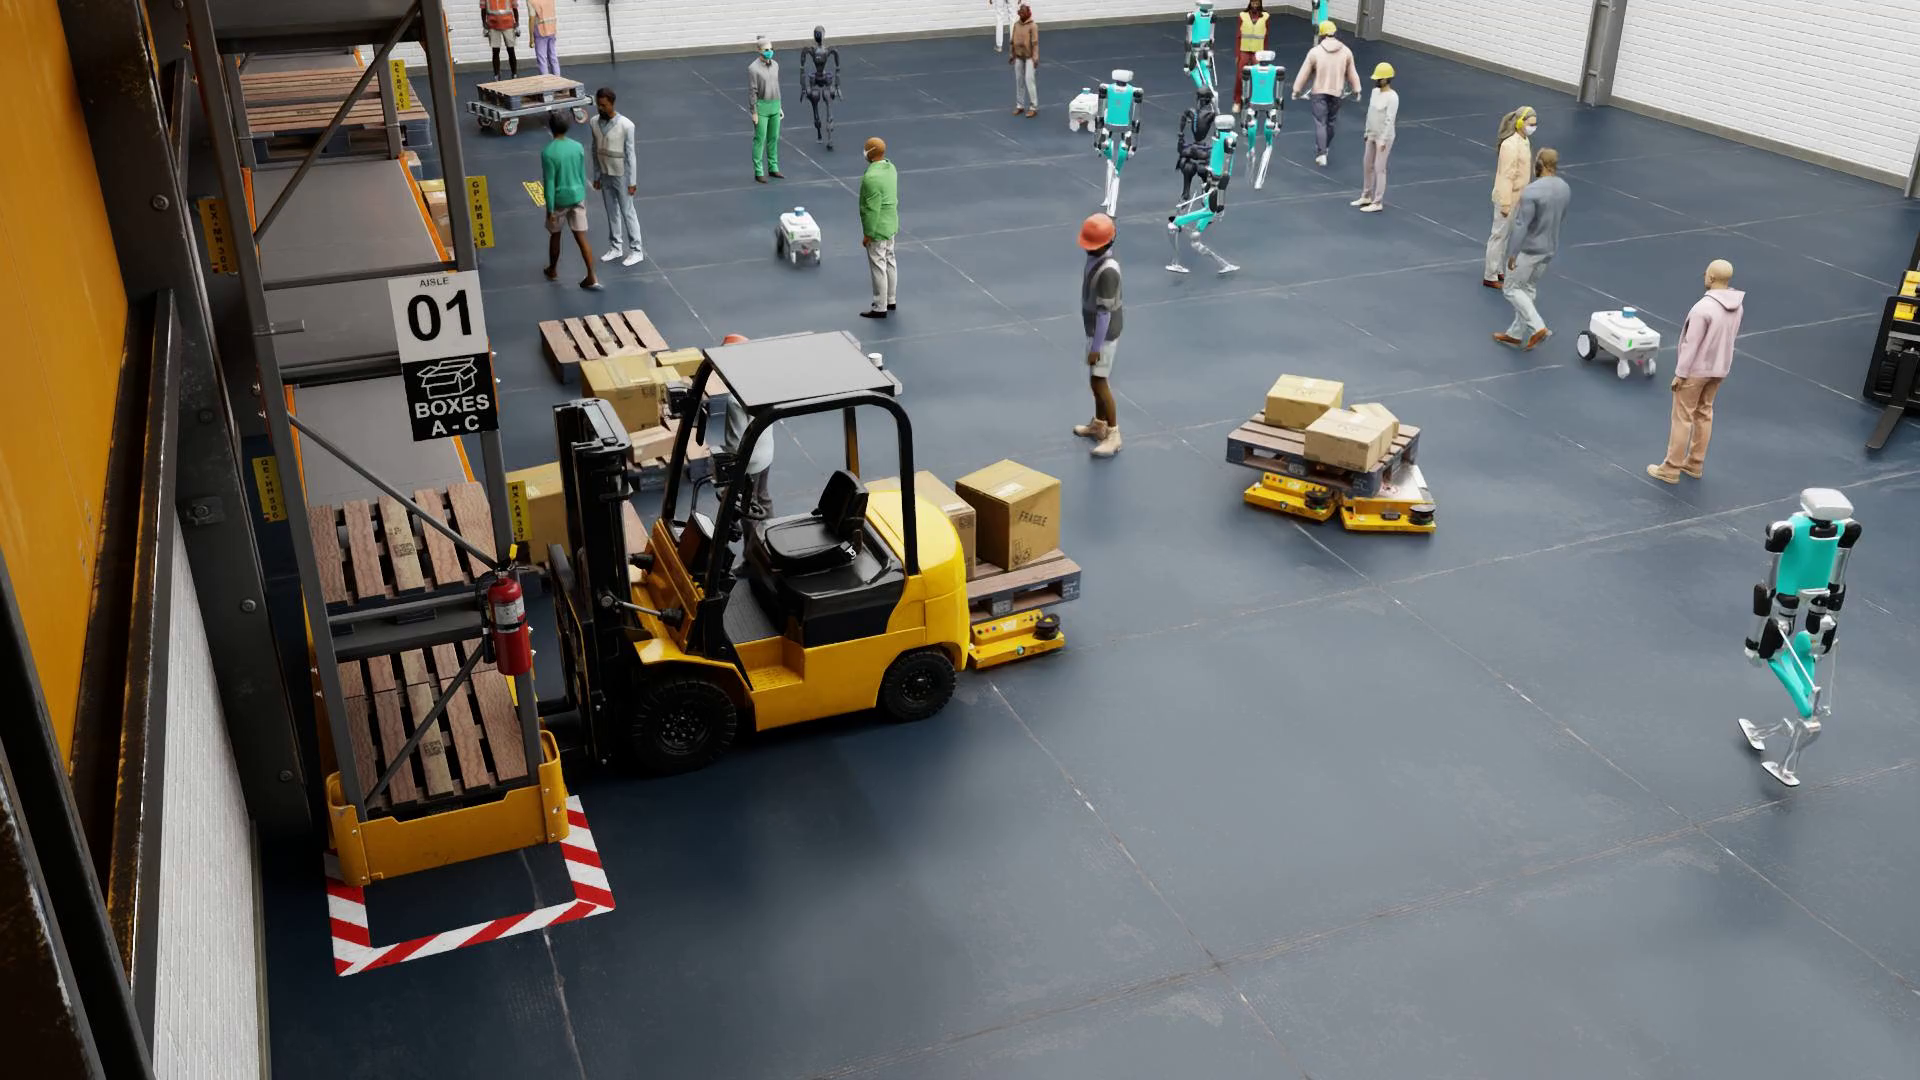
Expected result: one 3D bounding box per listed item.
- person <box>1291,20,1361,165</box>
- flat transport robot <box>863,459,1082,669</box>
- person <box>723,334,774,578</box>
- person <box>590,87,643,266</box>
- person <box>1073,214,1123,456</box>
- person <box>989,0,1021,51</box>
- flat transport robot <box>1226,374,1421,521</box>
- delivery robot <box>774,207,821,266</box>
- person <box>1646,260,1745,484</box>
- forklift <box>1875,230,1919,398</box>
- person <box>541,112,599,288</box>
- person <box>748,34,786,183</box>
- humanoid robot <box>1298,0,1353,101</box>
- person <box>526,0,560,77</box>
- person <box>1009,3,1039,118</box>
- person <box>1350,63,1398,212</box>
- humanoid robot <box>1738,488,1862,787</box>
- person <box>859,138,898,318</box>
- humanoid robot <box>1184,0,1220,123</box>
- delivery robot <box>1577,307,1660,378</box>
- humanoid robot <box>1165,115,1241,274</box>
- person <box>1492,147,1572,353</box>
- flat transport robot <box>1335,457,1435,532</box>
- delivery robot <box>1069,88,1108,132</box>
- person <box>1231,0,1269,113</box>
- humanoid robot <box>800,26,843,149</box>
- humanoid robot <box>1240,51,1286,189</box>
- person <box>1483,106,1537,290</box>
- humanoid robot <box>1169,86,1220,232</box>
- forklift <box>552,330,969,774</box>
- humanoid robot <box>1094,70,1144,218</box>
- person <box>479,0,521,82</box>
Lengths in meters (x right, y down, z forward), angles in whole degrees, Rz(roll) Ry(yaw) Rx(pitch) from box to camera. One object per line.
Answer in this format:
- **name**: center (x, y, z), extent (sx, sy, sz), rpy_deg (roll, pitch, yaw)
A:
- **person**: center (4.882, -5.970, 22.145), extent (0.895, 1.806, 0.885), rpy_deg (-1, 27, -2)
- **flat transport robot**: center (0.058, 0.403, 11.185), extent (0.659, 0.231, 1.431), rpy_deg (-13, 29, -24)
- **person**: center (-1.477, -0.572, 11.522), extent (0.350, 1.708, 0.573), rpy_deg (8, 28, 15)
- **person**: center (-3.718, -3.946, 18.016), extent (0.586, 1.909, 0.384), rpy_deg (16, 31, 29)
- **person**: center (1.130, -1.672, 13.406), extent (0.425, 1.993, 0.712), rpy_deg (-1, 27, -1)
- **person**: center (0.801, -9.563, 29.212), extent (0.583, 1.882, 0.337), rpy_deg (-3, 27, -6)
- **flat transport robot**: center (2.838, -0.554, 13.089), extent (0.659, 0.231, 1.431), rpy_deg (17, 31, 30)
- **delivery robot**: center (-1.772, -3.374, 18.401), extent (0.499, 0.613, 0.790), rpy_deg (-7, 27, -13)
- **person**: center (5.756, -1.292, 12.883), extent (0.537, 1.775, 0.410), rpy_deg (-14, 30, -26)
- **forklift**: center (9.029, -2.397, 14.618), extent (1.214, 2.155, 2.313), rpy_deg (18, 32, 32)
- **person**: center (-4.110, -3.544, 17.335), extent (0.512, 1.804, 0.940), rpy_deg (-19, 33, -33)
- **person**: center (-2.464, -5.497, 21.173), extent (0.325, 1.839, 0.524), rpy_deg (21, 33, 36)
- **humanoid robot**: center (5.752, -7.538, 25.411), extent (1.039, 1.769, 0.569), rpy_deg (13, 30, 24)
- **person**: center (-6.445, -7.827, 25.814), extent (0.390, 1.840, 0.562), rpy_deg (15, 30, 27)
- **person**: center (0.963, -7.101, 24.578), extent (0.511, 1.642, 0.342), rpy_deg (20, 33, 35)
- **person**: center (5.004, -4.823, 19.921), extent (0.362, 1.757, 0.546), rpy_deg (-9, 28, -17)
- **humanoid robot**: center (4.658, 0.600, 9.153), extent (0.544, 1.762, 0.945), rpy_deg (-5, 27, -9)
- **person**: center (-0.803, -3.083, 16.435), extent (0.383, 1.784, 0.536), rpy_deg (10, 28, 19)
- **humanoid robot**: center (3.615, -6.787, 23.933), extent (0.554, 1.857, 0.830), rpy_deg (-17, 31, -30)
- **delivery robot**: center (6.113, -1.854, 15.369), extent (0.499, 0.606, 0.790), rpy_deg (-5, 27, -10)
- **humanoid robot**: center (2.500, -3.575, 17.509), extent (1.037, 1.750, 0.547), rpy_deg (-3, 27, -6)
- **person**: center (5.371, -2.674, 15.487), extent (0.684, 1.902, 0.585), rpy_deg (-19, 32, -32)
- **flat transport robot**: center (3.220, -0.446, 12.875), extent (0.659, 0.231, 1.431), rpy_deg (2, 27, 3)
- **delivery robot**: center (1.836, -6.229, 24.079), extent (0.509, 0.612, 0.784), rpy_deg (9, 28, 17)
- **person**: center (4.315, -7.220, 24.692), extent (0.487, 1.767, 0.397), rpy_deg (3, 27, 5)
- **humanoid robot**: center (-1.904, -6.210, 22.808), extent (0.595, 1.628, 0.752), rpy_deg (0, 27, -1)
- **humanoid robot**: center (3.769, -5.193, 20.808), extent (0.542, 1.897, 0.741), rpy_deg (6, 27, 12)
- **person**: center (5.700, -3.564, 17.292), extent (0.405, 1.876, 0.555), rpy_deg (15, 30, 27)
- **humanoid robot**: center (2.718, -4.395, 19.205), extent (0.613, 1.628, 0.728), rpy_deg (18, 32, 31)
- **forklift**: center (-1.094, 0.010, 9.831), extent (2.313, 2.155, 1.214), rpy_deg (-10, 28, -20)
- **humanoid robot**: center (1.884, -4.730, 19.765), extent (0.575, 1.768, 0.858), rpy_deg (5, 27, 10)
- **person**: center (-7.255, -8.129, 26.278), extent (0.601, 1.957, 0.375), rpy_deg (-5, 27, -10)
